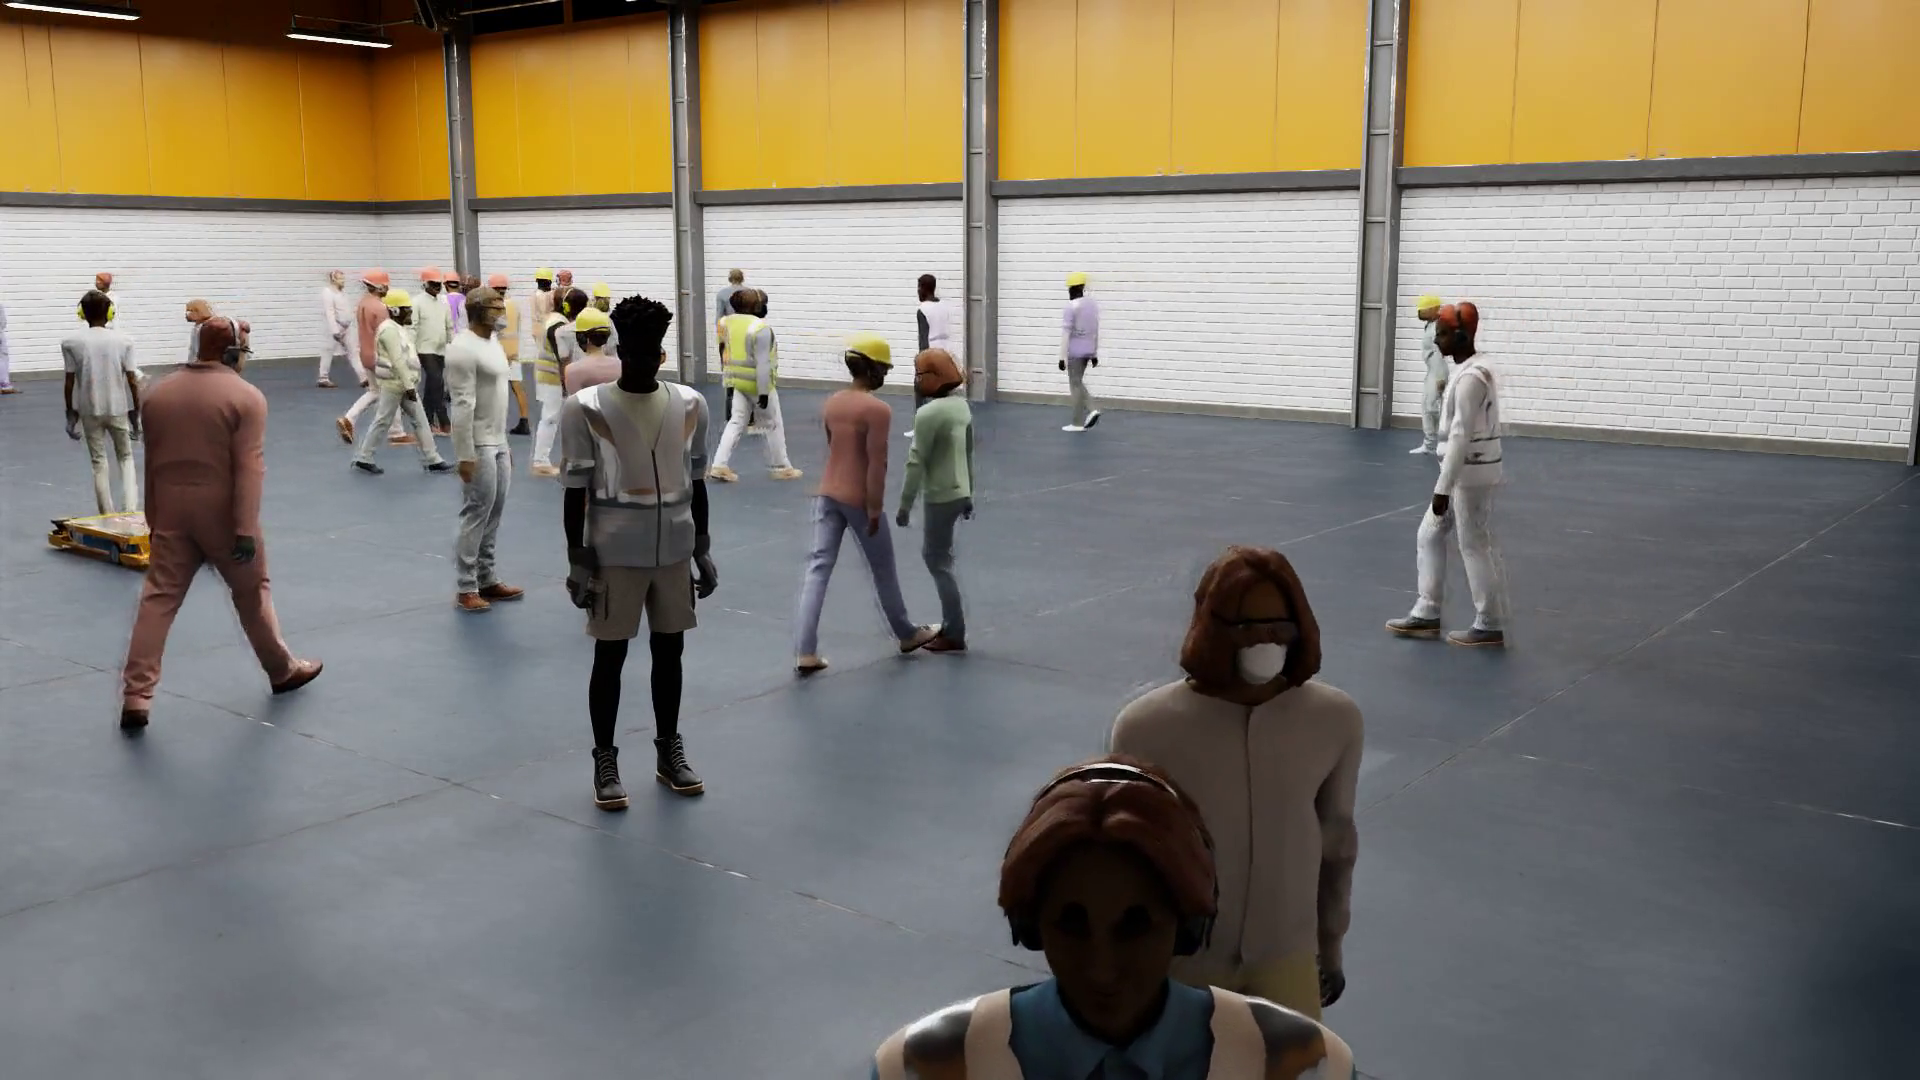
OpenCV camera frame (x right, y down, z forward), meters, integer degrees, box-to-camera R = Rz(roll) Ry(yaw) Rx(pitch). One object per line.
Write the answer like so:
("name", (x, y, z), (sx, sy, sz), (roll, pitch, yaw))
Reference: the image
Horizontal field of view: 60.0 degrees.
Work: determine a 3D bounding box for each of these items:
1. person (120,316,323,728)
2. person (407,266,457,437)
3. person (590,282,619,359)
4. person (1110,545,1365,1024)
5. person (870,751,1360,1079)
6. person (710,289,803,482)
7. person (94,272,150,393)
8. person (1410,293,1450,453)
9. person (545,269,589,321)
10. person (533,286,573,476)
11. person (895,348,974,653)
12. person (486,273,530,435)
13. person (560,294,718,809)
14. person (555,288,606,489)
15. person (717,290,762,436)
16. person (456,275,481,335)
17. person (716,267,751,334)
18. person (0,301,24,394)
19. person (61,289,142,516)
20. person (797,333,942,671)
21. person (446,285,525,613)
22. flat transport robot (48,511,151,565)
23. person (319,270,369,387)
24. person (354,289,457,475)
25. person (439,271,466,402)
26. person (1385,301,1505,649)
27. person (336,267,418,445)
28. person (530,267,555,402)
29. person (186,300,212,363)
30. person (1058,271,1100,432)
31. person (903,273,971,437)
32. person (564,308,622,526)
("person", (-3.457, -0.098, 7.613), (0.677, 1.839, 1.068), (2, 10, 10))
("person", (-5.998, -2.171, 19.242), (0.836, 1.963, 0.653), (4, 11, 24))
("person", (-4.251, -2.124, 19.505), (0.593, 1.797, 0.895), (-7, 12, -35))
("person", (0.499, 0.777, 3.185), (0.516, 1.596, 0.836), (-1, 10, -6))
("person", (0.155, 1.010, 1.704), (0.525, 1.637, 0.308), (0, 10, 1))
("person", (-1.936, -1.431, 15.450), (0.940, 1.801, 0.635), (-8, 13, -40))
("person", (-12.589, -3.060, 24.772), (0.823, 1.856, 0.576), (-7, 12, -34))
("person", (5.057, -1.738, 17.503), (0.608, 1.714, 0.493), (1, 10, 6))
("person", (-5.432, -2.776, 22.958), (0.643, 1.908, 0.399), (-8, 13, -39))
("person", (-3.692, -1.508, 15.881), (0.894, 1.801, 0.653), (-2, 10, -11))
("person", (-0.129, -0.203, 8.785), (0.413, 1.618, 0.519), (4, 11, 23))
("person", (-5.433, -2.186, 19.581), (1.000, 1.878, 0.564), (6, 11, 30))
("person", (-1.213, 0.045, 6.376), (0.614, 1.957, 0.392), (-6, 12, -33))
("person", (-3.313, -1.299, 14.633), (0.503, 1.820, 0.999), (-6, 12, -33))
("person", (-2.548, -2.043, 19.302), (0.540, 1.696, 0.316), (3, 10, 14))
("person", (-6.194, -2.439, 21.185), (0.429, 1.844, 0.627), (3, 10, 18))
("person", (-3.325, -3.121, 24.923), (0.636, 1.925, 0.698), (-3, 10, -18))
("person", (-14.637, -3.115, 25.010), (0.652, 1.888, 0.734), (9, 13, 43))
("person", (-6.359, -0.921, 12.333), (0.512, 1.855, 0.418), (-5, 11, -29))
("person", (-0.514, -0.200, 8.512), (0.541, 1.696, 0.927), (9, 13, 43))
("person", (-2.868, -0.542, 9.941), (0.340, 1.929, 0.720), (0, 10, 2))
("flat transport robot", (-5.783, -0.030, 11.722), (1.431, 0.197, 0.652), (8, 13, 39))
("person", (-9.764, -3.328, 26.309), (0.992, 1.851, 0.676), (1, 10, 8))
("person", (-5.376, -1.497, 15.884), (0.949, 1.790, 0.582), (0, 10, -1))
("person", (-7.192, -2.866, 23.561), (0.591, 1.880, 0.741), (-9, 13, -43))
("person", (2.589, -0.333, 8.866), (0.783, 1.856, 0.600), (3, 10, 16))
("person", (-6.436, -1.998, 18.247), (0.626, 1.969, 0.777), (9, 13, 42))
("person", (-5.943, -2.931, 23.794), (0.360, 1.929, 0.587), (-5, 11, -26))
("person", (-8.429, -1.833, 18.320), (0.777, 1.597, 0.527), (-1, 10, -8))
("person", (1.390, -2.230, 19.748), (0.411, 1.912, 0.611), (8, 13, 39))
("person", (-0.270, -2.105, 19.091), (0.740, 1.896, 0.600), (6, 11, 31))
("person", (-2.357, -0.612, 10.770), (0.314, 1.768, 0.532), (7, 12, 33))
